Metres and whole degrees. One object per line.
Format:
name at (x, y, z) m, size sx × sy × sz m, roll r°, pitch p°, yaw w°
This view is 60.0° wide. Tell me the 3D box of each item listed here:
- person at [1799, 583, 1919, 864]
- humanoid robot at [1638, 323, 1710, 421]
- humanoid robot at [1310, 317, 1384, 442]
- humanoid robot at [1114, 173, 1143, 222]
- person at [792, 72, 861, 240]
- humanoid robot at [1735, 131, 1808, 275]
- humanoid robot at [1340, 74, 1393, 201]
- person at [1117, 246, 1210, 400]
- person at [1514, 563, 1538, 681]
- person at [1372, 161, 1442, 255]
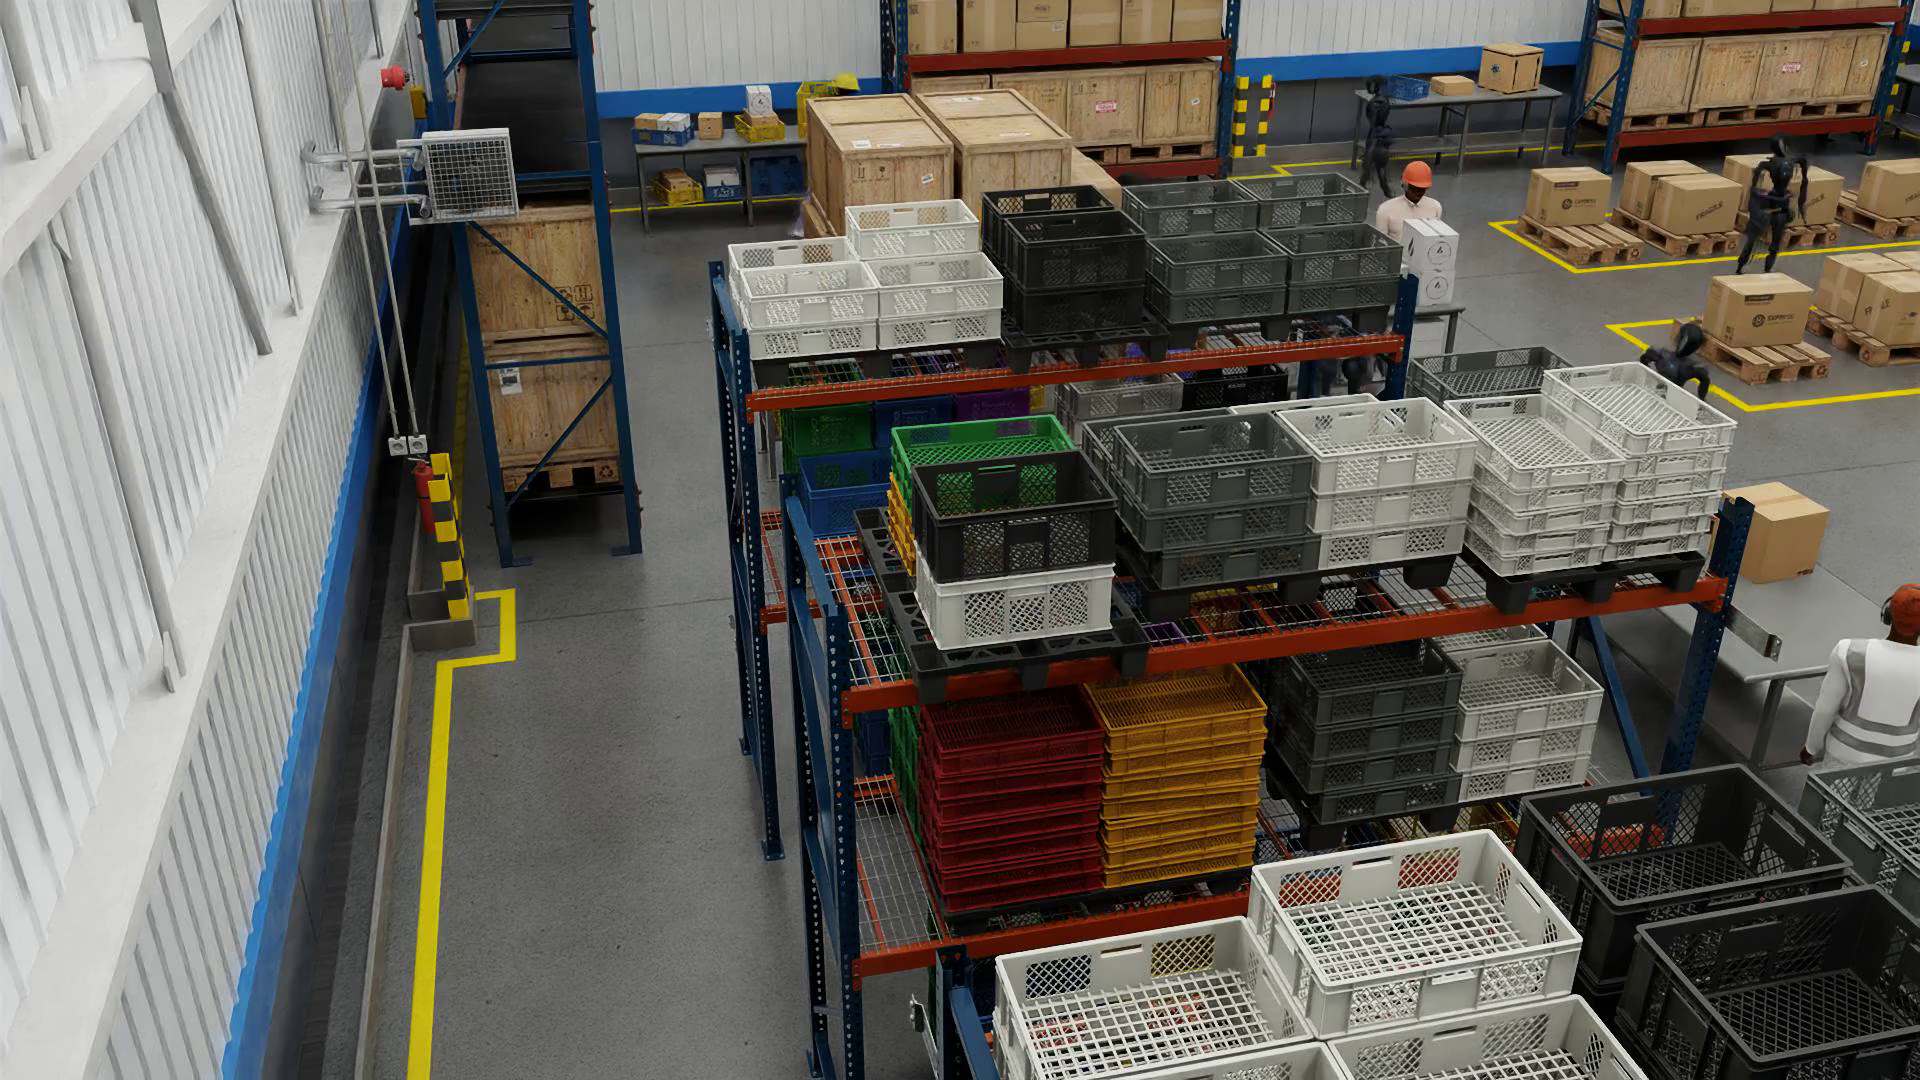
person at (4.529, 1.063, 8.297) m, size 0.585 × 1.882 × 0.342 m, roll 11°, pitch 30°, yaw 20°
humanoid robot at (5.079, -0.836, 12.133) m, size 0.393 × 1.643 × 0.619 m, roll -25°, pitch 37°, yaw -39°
humanoid robot at (3.108, -1.455, 13.313) m, size 0.649 × 1.635 × 0.372 m, roll -1°, pitch 28°, yaw -2°
humanoid robot at (1.625, -2.643, 15.617) m, size 0.816 × 1.596 × 0.701 m, roll 12°, pitch 30°, yaw 21°
person at (-1.418, -4.204, 18.335) m, size 1.017 × 1.855 × 0.579 m, roll -8°, pitch 29°, yaw -15°
humanoid robot at (8.287, -3.344, 16.900) m, size 0.649 × 1.630 × 0.402 m, roll -2°, pitch 28°, yaw -4°
humanoid robot at (4.844, -4.564, 19.249) m, size 0.750 × 1.623 × 0.603 m, roll 5°, pitch 28°, yaw 10°
person at (1.512, -1.250, 12.521) m, size 0.681 × 2.000 × 0.538 m, roll 4°, pitch 28°, yaw 7°
person at (3.452, 0.153, 10.159) m, size 0.337 × 1.756 × 0.516 m, roll 5°, pitch 28°, yaw 9°
person at (3.924, -2.377, 14.721) m, size 0.614 × 1.986 × 0.405 m, roll -5°, pitch 28°, yaw -9°
